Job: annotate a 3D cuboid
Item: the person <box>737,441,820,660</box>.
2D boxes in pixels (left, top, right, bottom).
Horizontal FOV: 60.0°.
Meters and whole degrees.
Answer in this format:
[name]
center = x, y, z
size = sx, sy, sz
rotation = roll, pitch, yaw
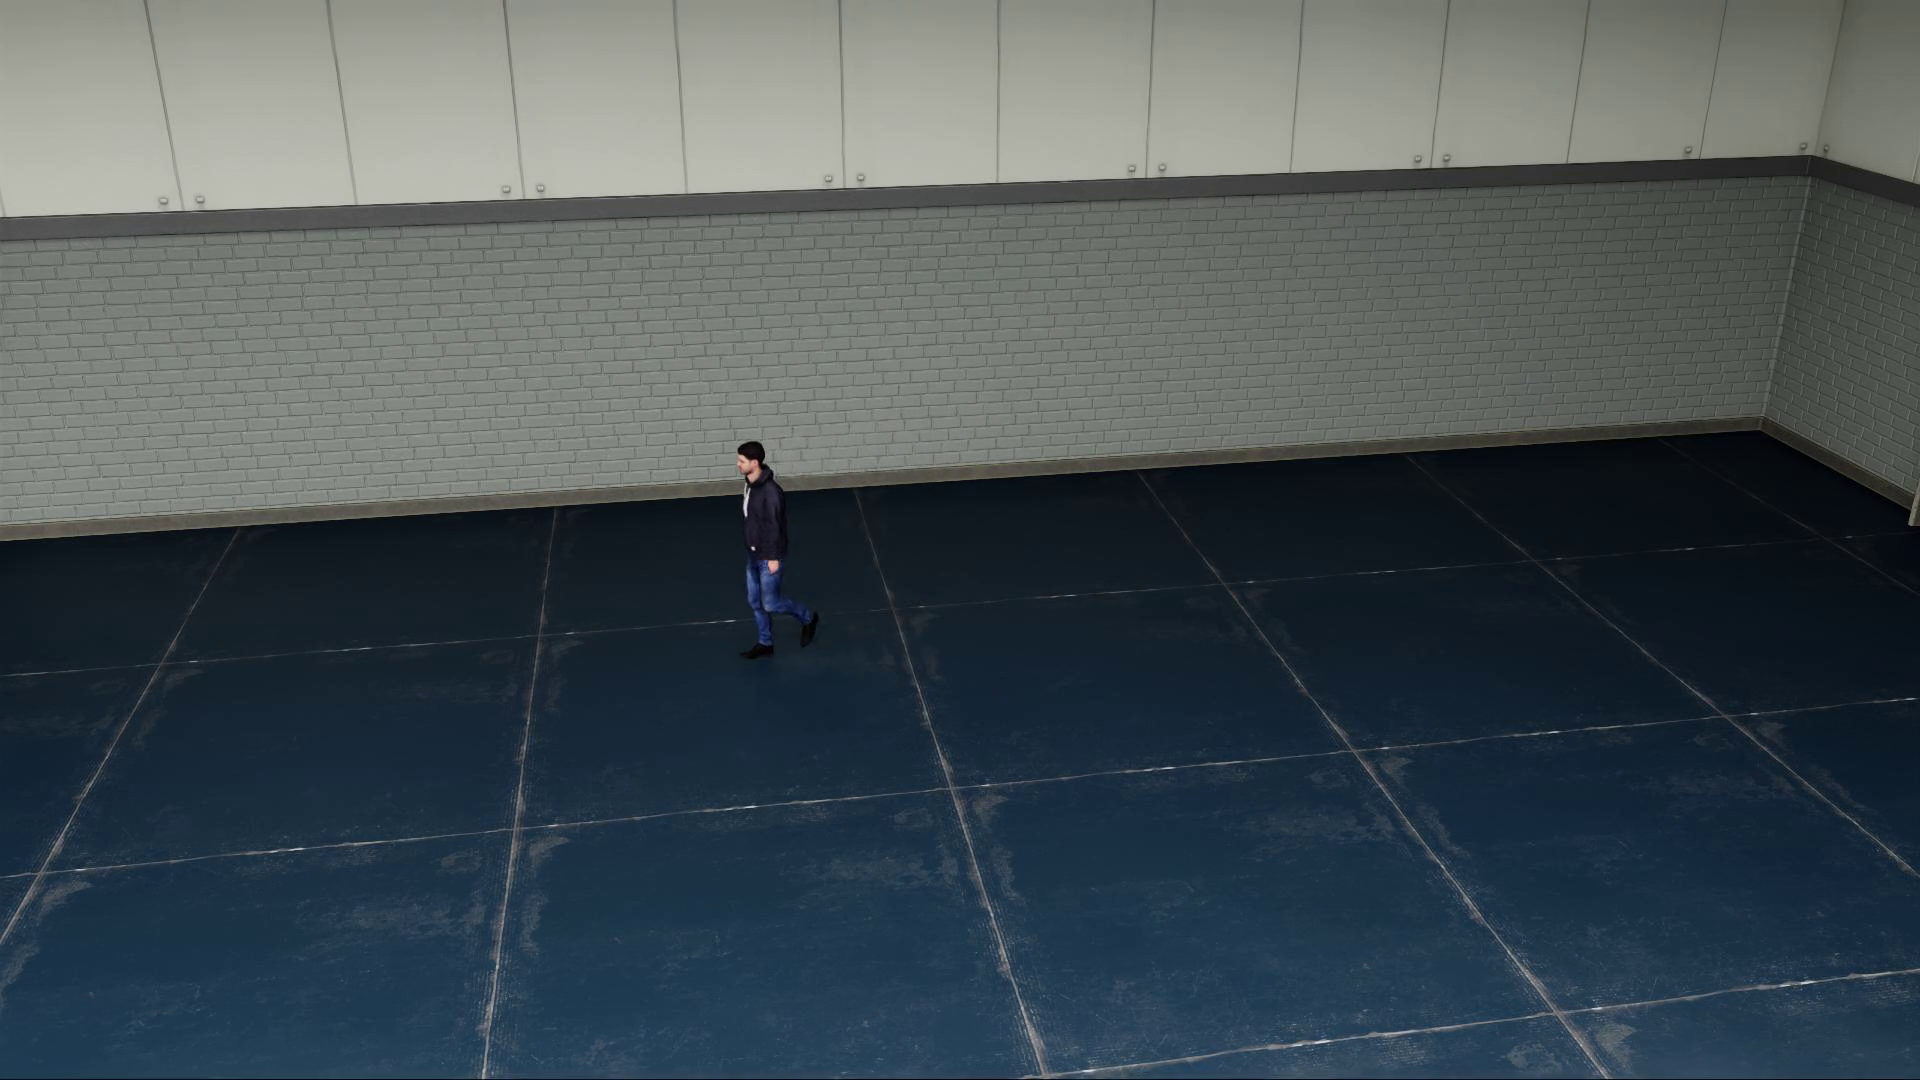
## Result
[person]
center = -1.463, 0.085, 13.275
size = 0.938, 1.871, 0.972
rotation = -14, 27, -29
